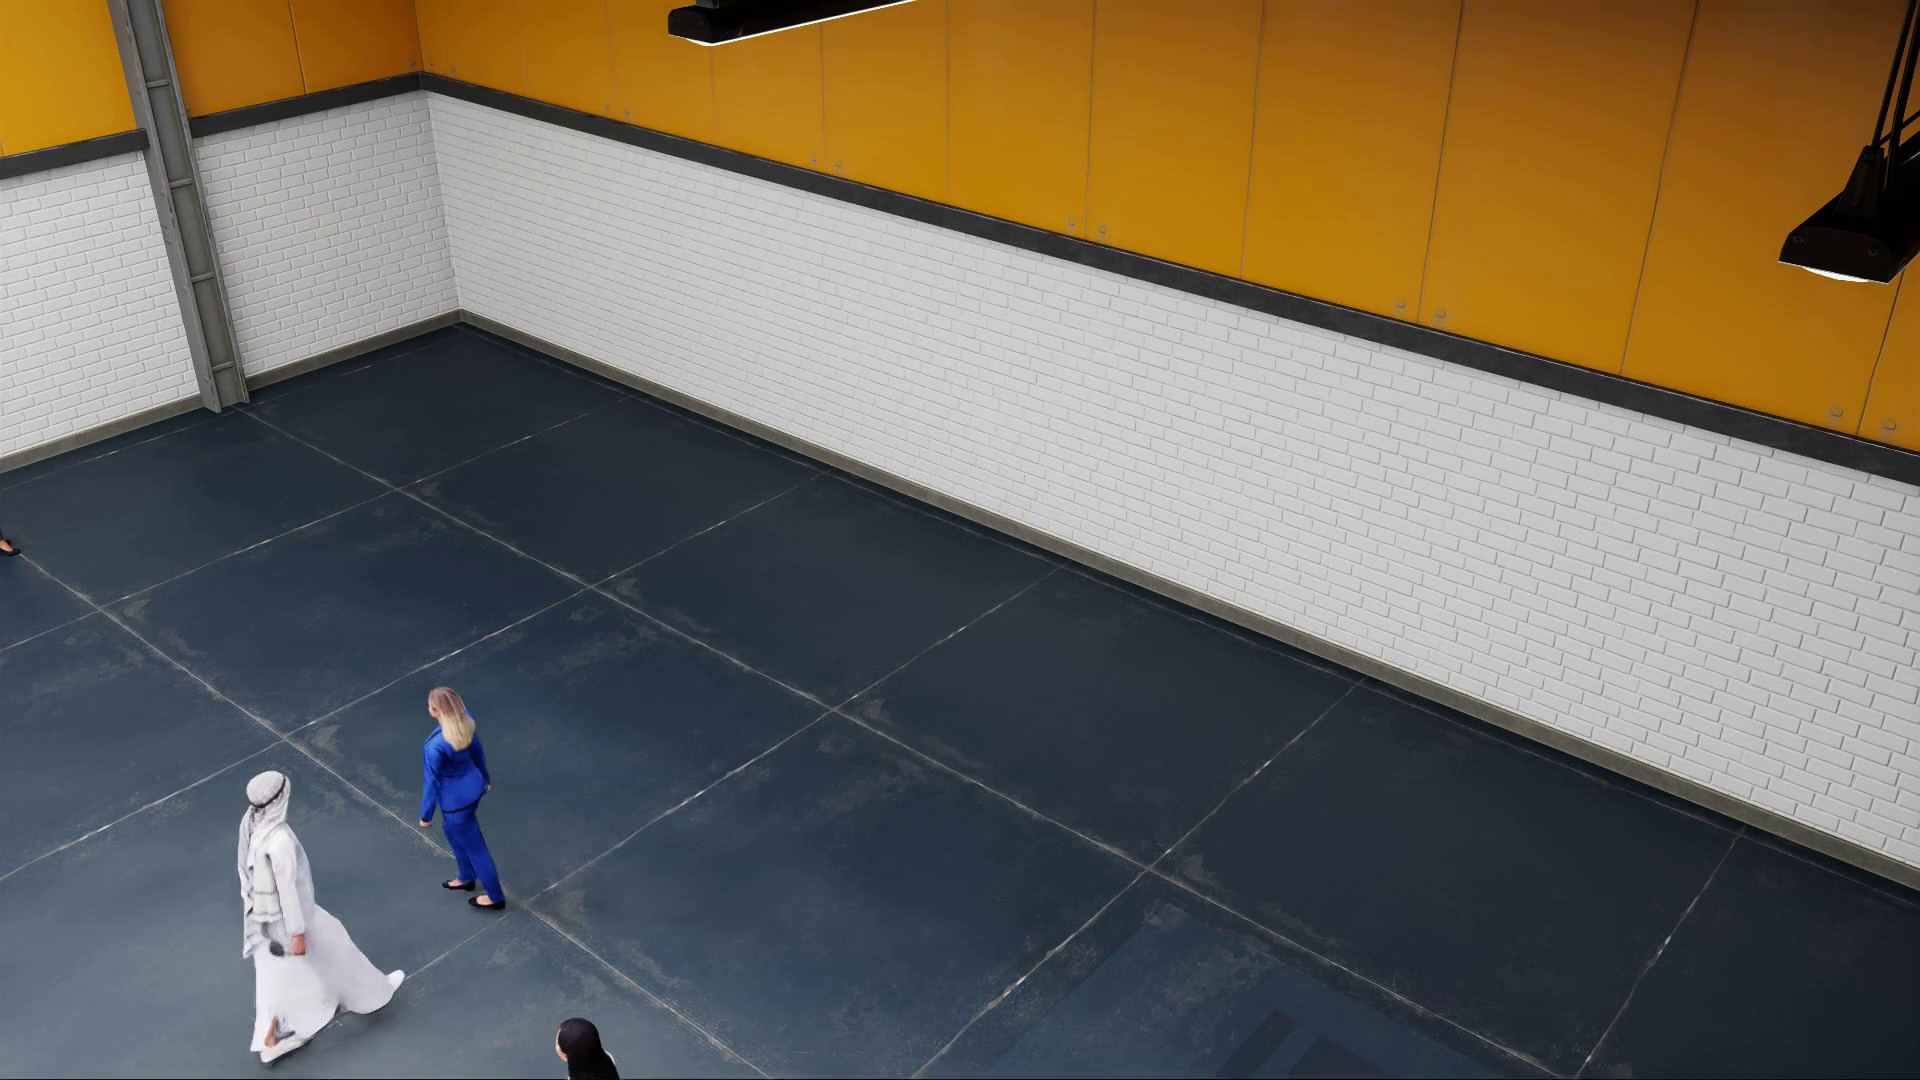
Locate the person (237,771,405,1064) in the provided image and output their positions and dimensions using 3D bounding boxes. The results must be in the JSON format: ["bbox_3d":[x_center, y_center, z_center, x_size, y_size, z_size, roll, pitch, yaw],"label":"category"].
[{"bbox_3d":[-3.953,2.210,9.575,0.753,1.894,1.184,25,37,37],"label":"person"}]

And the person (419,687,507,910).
[{"bbox_3d":[-3.124,1.694,10.739,0.879,1.683,0.823,5,29,10],"label":"person"}]

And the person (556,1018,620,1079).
[{"bbox_3d":[-1.727,3.064,8.139,0.759,1.768,0.700,14,32,24],"label":"person"}]
